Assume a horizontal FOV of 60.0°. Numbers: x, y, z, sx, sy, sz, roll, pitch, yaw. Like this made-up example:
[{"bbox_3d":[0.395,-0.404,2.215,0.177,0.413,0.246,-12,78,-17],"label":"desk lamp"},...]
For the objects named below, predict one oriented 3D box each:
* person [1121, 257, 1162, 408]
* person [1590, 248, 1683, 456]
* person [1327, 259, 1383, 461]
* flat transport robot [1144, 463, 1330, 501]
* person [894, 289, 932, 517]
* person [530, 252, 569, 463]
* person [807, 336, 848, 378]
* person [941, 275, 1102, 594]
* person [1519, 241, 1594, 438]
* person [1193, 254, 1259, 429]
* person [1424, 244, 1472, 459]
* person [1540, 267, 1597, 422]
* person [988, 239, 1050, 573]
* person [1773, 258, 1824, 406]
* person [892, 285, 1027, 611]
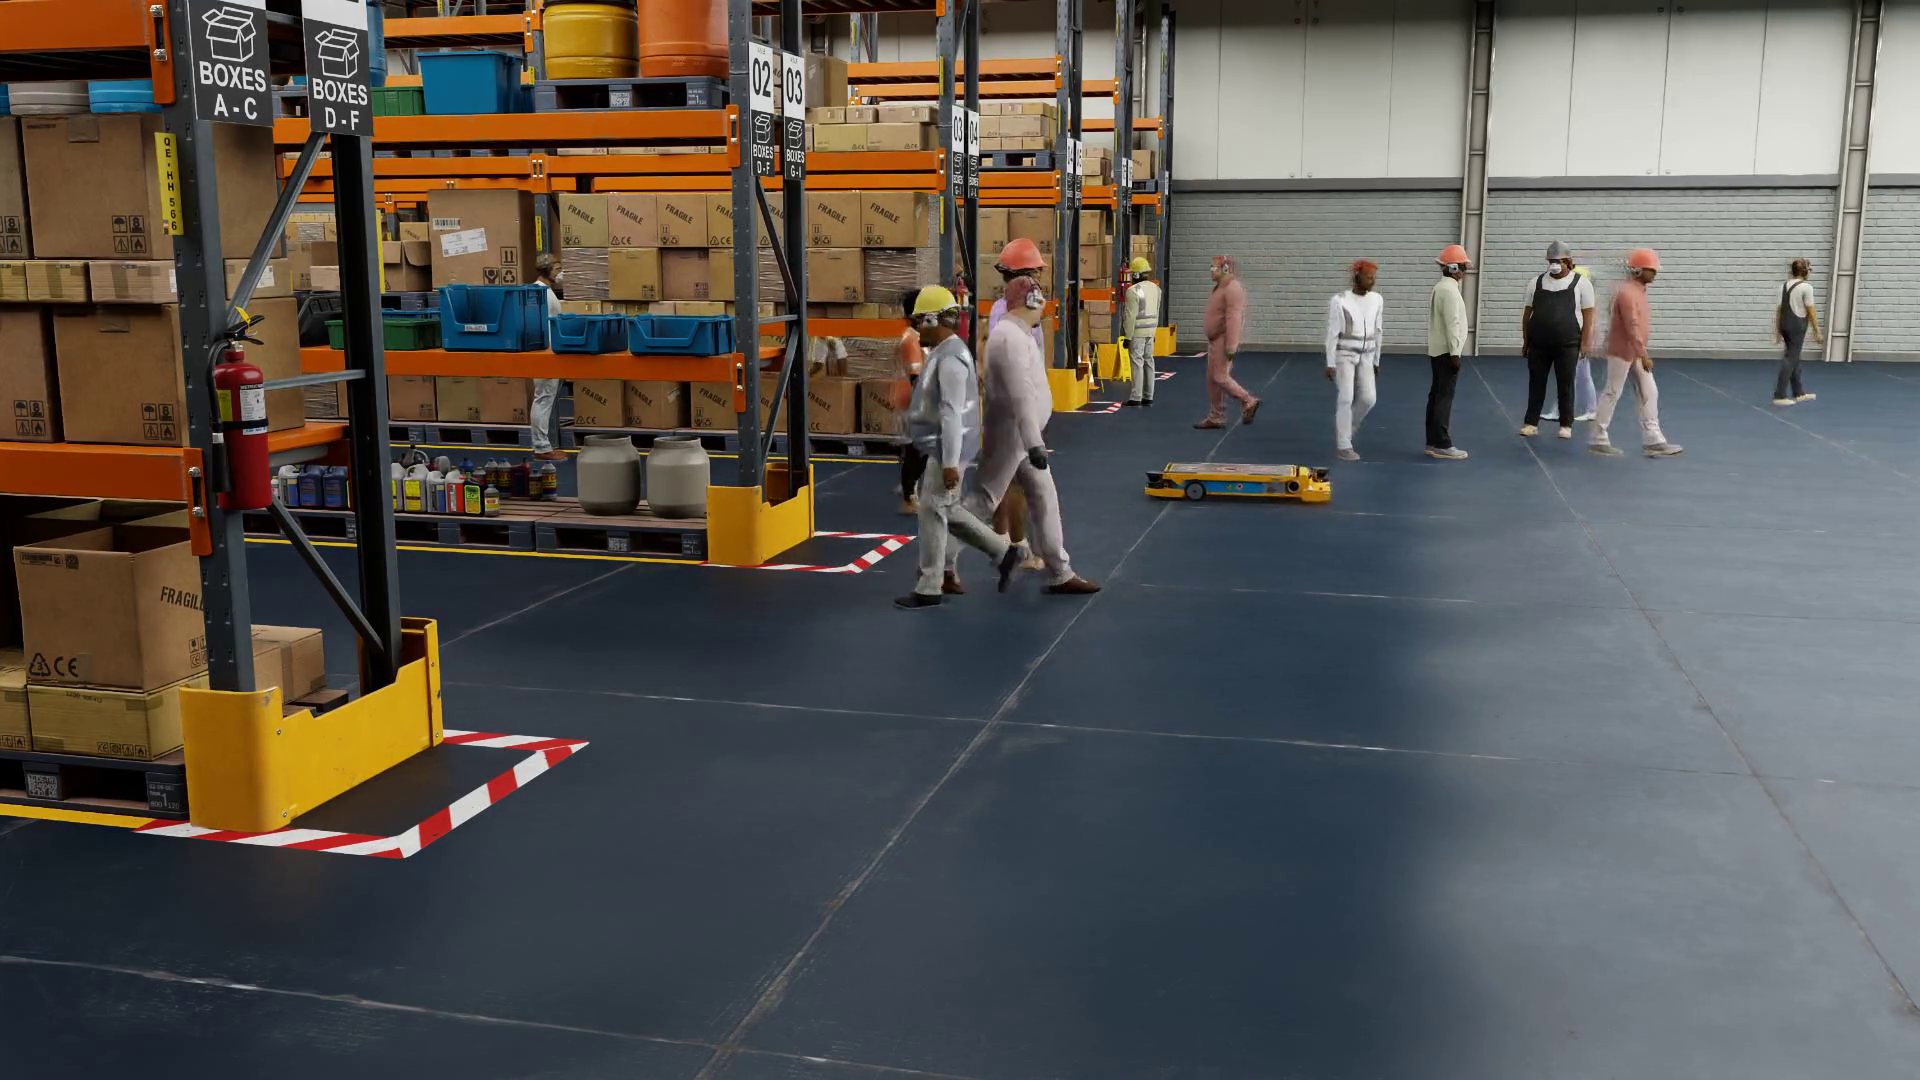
[{"bbox_3d":[2.192,-2.526,20.300,0.404,1.836,0.587,9,14,42],"label":"person"},{"bbox_3d":[6.375,-1.727,15.539,0.924,1.950,0.609,9,14,42],"label":"person"},{"bbox_3d":[3.655,-1.663,15.430,0.620,1.866,0.438,-4,11,-19],"label":"person"},{"bbox_3d":[2.215,-0.472,13.254,1.431,0.197,0.652,2,10,11],"label":"flat transport robot"},{"bbox_3d":[-0.290,-0.992,12.210,0.372,1.679,0.543,2,10,11],"label":"person"},{"bbox_3d":[-3.822,-1.677,15.356,0.371,1.931,0.624,-3,11,-17],"label":"person"},{"bbox_3d":[-1.650,-2.468,19.820,0.927,1.905,0.548,3,11,14],"label":"person"},{"bbox_3d":[0.274,-0.594,9.574,1.015,1.845,0.662,2,10,11],"label":"person"},{"bbox_3d":[6.154,-2.075,17.237,0.689,2.000,0.537,7,12,33],"label":"person"},{"bbox_3d":[2.866,-2.126,17.920,0.593,1.892,0.664,-2,10,-10],"label":"person"},{"bbox_3d":[4.592,-1.769,15.659,0.376,1.997,0.612,0,10,2],"label":"person"},{"bbox_3d":[6.857,-2.186,18.699,0.822,1.729,0.546,1,10,4],"label":"person"},{"bbox_3d":[0.373,-0.822,10.275,0.370,2.048,0.608,-4,11,-19],"label":"person"},{"bbox_3d":[10.393,-2.557,20.545,0.641,1.834,0.523,-2,10,-8],"label":"person"},{"bbox_3d":[-0.006,-0.510,9.235,0.712,1.800,0.608,-1,10,-4],"label":"person"}]
